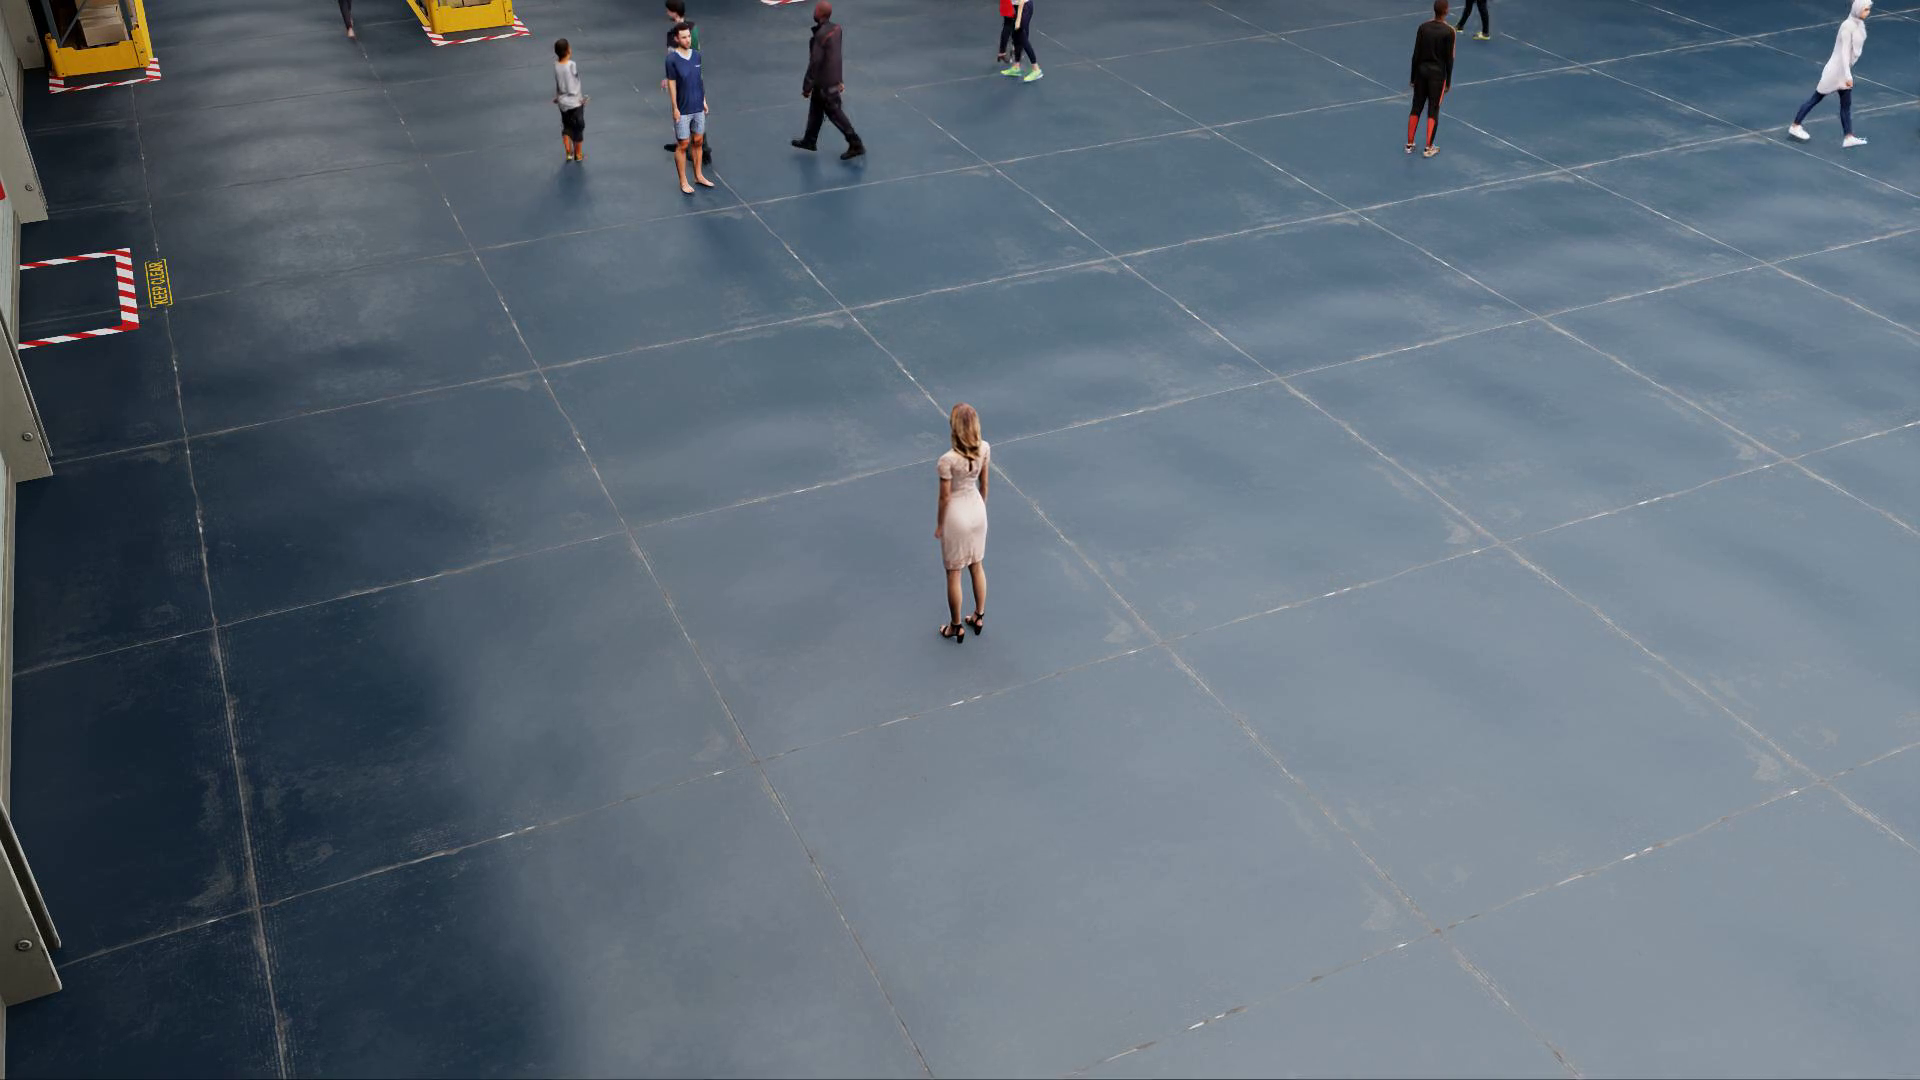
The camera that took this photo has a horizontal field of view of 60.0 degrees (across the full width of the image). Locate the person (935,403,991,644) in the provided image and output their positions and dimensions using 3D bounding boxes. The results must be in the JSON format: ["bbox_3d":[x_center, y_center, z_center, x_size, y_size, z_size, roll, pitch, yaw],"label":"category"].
[{"bbox_3d":[0.026,-0.109,11.225,0.607,1.830,0.552,-21,39,-29],"label":"person"}]

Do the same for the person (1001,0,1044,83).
[{"bbox_3d":[0.832,-6.888,21.765,0.843,1.703,0.816,0,33,1],"label":"person"}]

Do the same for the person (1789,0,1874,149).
[{"bbox_3d":[10.260,-5.511,19.627,0.732,1.726,1.189,-22,39,-30],"label":"person"}]

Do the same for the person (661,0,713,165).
[{"bbox_3d":[-3.057,-5.240,19.072,0.996,1.877,0.963,7,34,11],"label":"person"}]

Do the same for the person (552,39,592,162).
[{"bbox_3d":[-4.538,-5.109,19.264,0.683,1.448,0.720,7,34,10],"label":"person"}]

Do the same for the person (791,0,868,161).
[{"bbox_3d":[-1.452,-5.274,19.194,1.228,1.802,1.241,8,34,12],"label":"person"}]

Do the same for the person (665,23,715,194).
[{"bbox_3d":[-3.020,-4.806,18.429,0.688,1.850,0.669,-28,42,-36],"label":"person"}]

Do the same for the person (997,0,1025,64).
[{"bbox_3d":[0.604,-7.256,22.301,0.794,1.736,0.702,-3,33,-4],"label":"person"}]

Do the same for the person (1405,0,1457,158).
[{"bbox_3d":[5.484,-5.406,19.390,0.654,1.807,0.771,20,38,28],"label":"person"}]

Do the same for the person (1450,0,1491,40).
[{"bbox_3d":[7.398,-7.798,23.324,0.961,1.530,0.872,13,35,20],"label":"person"}]
